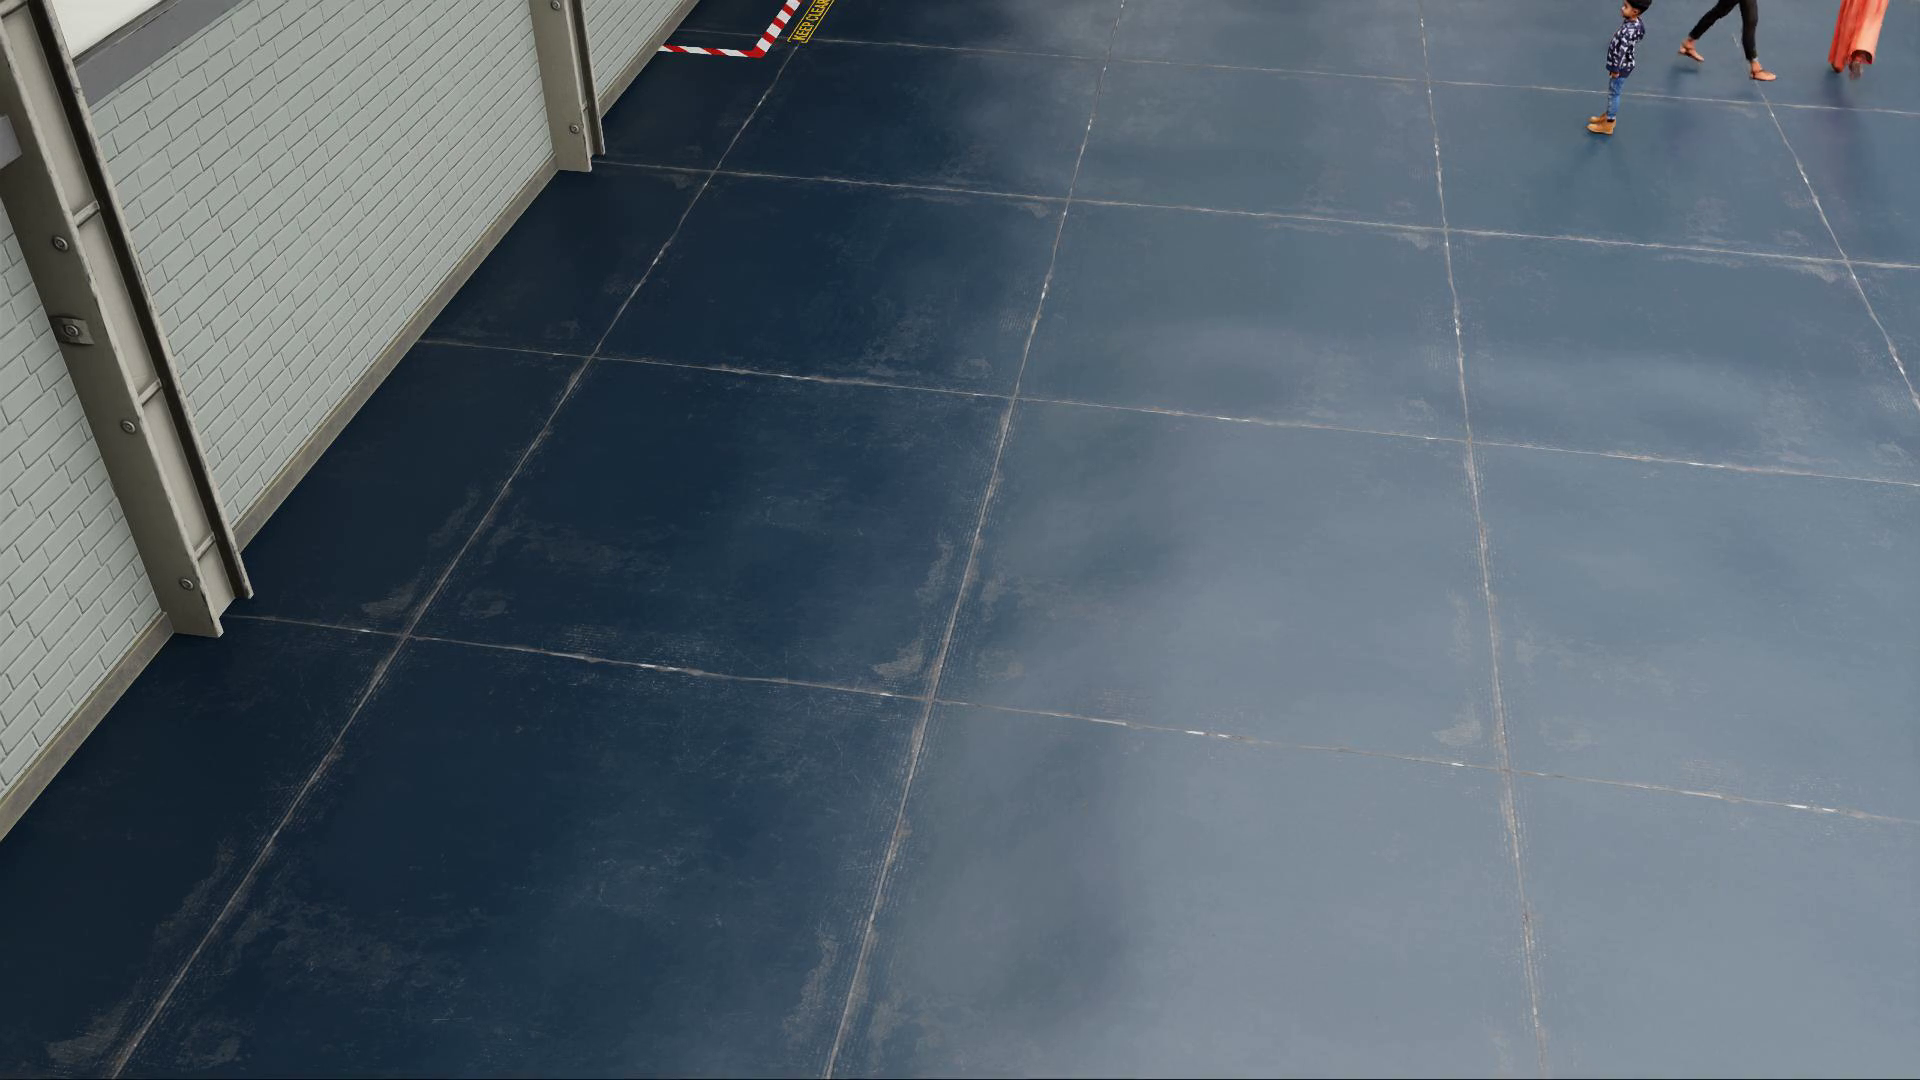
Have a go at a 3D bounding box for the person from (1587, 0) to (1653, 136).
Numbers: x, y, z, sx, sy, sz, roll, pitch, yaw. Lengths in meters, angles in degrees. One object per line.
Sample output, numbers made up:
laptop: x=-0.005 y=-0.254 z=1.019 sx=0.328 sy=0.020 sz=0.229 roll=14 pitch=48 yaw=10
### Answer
person: x=5.672 y=-4.111 z=14.250 sx=0.589 sy=1.252 sz=0.479 roll=14 pitch=40 yaw=17

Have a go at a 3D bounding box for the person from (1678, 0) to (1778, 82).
person: x=7.051 y=-5.119 z=15.117 sx=1.202 sy=1.770 sz=1.163 roll=-30 pitch=47 yaw=-33

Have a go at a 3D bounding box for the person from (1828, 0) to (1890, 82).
person: x=8.207 y=-4.982 z=14.931 sx=0.732 sy=1.784 sz=1.024 roll=12 pitch=40 yaw=15
